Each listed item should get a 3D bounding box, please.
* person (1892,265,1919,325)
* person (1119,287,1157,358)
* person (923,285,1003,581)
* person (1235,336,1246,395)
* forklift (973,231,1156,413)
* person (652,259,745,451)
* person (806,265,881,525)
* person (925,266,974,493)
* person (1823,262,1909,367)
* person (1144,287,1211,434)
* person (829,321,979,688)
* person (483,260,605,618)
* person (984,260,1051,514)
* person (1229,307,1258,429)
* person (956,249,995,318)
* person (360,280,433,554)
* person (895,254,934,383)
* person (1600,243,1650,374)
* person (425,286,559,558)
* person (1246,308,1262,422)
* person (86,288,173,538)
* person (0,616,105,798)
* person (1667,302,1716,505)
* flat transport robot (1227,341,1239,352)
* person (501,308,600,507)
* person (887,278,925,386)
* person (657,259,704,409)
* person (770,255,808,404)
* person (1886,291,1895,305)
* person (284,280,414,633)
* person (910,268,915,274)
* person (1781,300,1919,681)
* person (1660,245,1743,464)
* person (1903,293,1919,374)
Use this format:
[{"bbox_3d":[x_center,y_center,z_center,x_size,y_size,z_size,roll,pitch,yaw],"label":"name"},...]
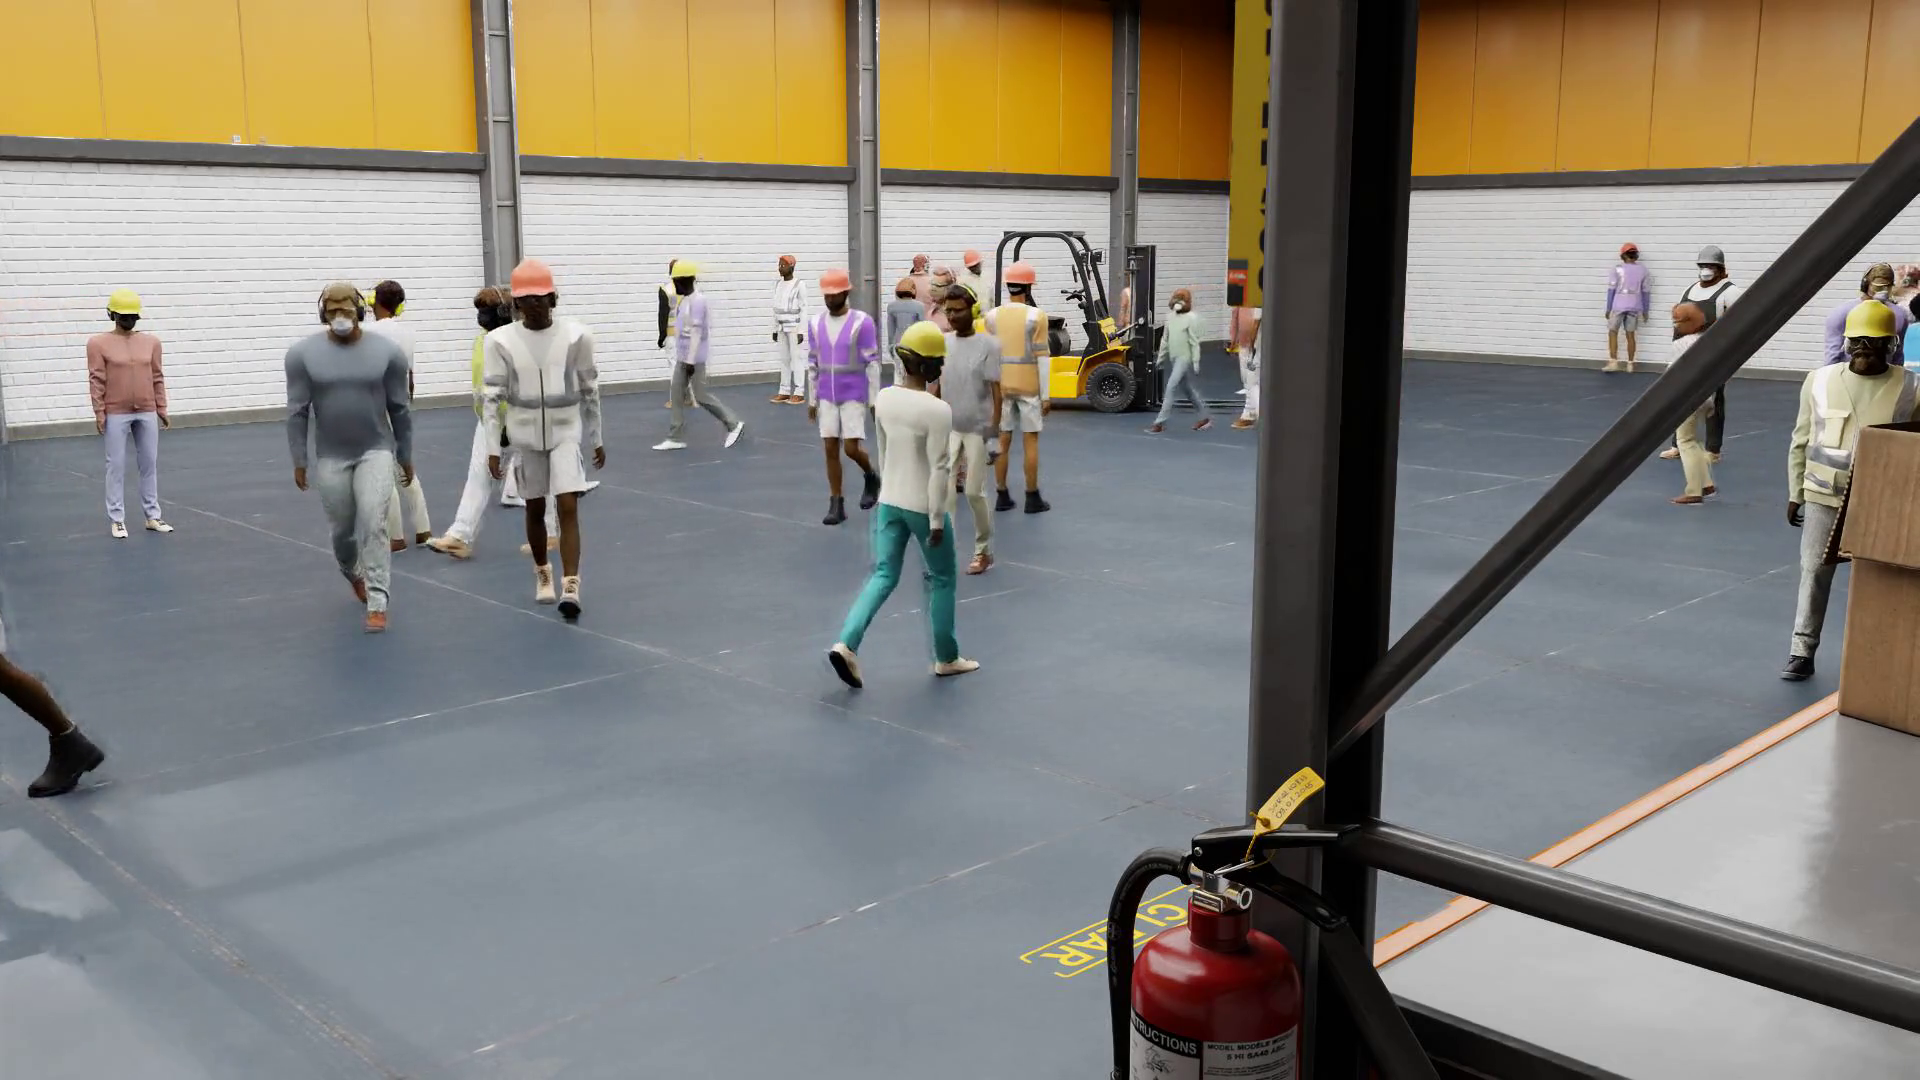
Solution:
[{"bbox_3d":[8.747,-1.625,15.529,1.017,1.853,0.654,7,12,33],"label":"person"},{"bbox_3d":[2.616,-3.102,24.179,0.547,1.615,0.590,-3,11,-16],"label":"person"},{"bbox_3d":[-0.005,-0.645,10.273,0.574,1.819,0.793,5,12,26],"label":"person"},{"bbox_3d":[3.908,-2.766,22.319,0.515,1.641,0.314,-10,14,-43],"label":"person"},{"bbox_3d":[1.222,-2.721,20.561,2.313,2.155,1.214,2,11,13],"label":"forklift"},{"bbox_3d":[-2.626,-1.839,16.549,0.855,1.902,0.586,-6,12,-30],"label":"person"},{"bbox_3d":[-0.854,-1.076,12.355,0.556,1.916,0.610,4,11,23],"label":"person"},{"bbox_3d":[-0.131,-1.296,13.631,0.445,1.884,0.675,-4,11,-22],"label":"person"},{"bbox_3d":[6.684,-1.077,12.310,0.627,1.935,0.371,-1,10,-6],"label":"person"},{"bbox_3d":[2.400,-1.948,18.011,0.890,1.577,0.535,-5,12,-26],"label":"person"},{"bbox_3d":[-0.268,-0.161,7.840,0.522,1.739,0.803,10,14,43],"label":"person"},{"bbox_3d":[-2.325,-0.554,9.303,0.640,1.985,1.027,-2,11,-12],"label":"person"},{"bbox_3d":[0.456,-1.172,12.818,0.548,1.937,0.367,5,12,25],"label":"person"},{"bbox_3d":[3.335,-2.245,18.590,0.855,1.965,0.627,-9,14,-41],"label":"person"},{"bbox_3d":[0.250,-2.949,22.495,0.734,1.943,0.502,-7,12,-32],"label":"person"},{"bbox_3d":[-3.809,-0.816,11.188,0.374,1.835,0.627,3,11,17],"label":"person"},{"bbox_3d":[-0.473,-2.595,20.666,0.652,1.904,0.403,4,11,20],"label":"person"},{"bbox_3d":[10.265,-3.562,25.643,0.769,2.014,0.599,-1,10,-3],"label":"person"},{"bbox_3d":[-3.066,-0.753,10.923,0.653,1.792,0.963,8,13,36],"label":"person"},{"bbox_3d":[3.241,-1.941,17.314,0.574,1.832,0.825,0,10,-2],"label":"person"},{"bbox_3d":[-5.890,-0.900,11.826,0.321,1.761,0.522,9,14,39],"label":"person"},{"bbox_3d":[-3.698,0.089,6.052,0.543,1.903,0.963,6,12,31],"label":"person"},{"bbox_3d":[5.765,-1.076,13.174,0.517,1.607,0.378,-8,13,-39],"label":"person"},{"bbox_3d":[5.563,-3.517,30.150,1.431,0.197,0.652,2,10,9],"label":"flat transport robot"},{"bbox_3d":[-3.280,-1.066,13.156,0.879,1.588,0.539,-7,13,-34],"label":"person"},{"bbox_3d":[-0.624,-2.302,19.809,0.497,1.633,0.289,3,11,18],"label":"person"},{"bbox_3d":[-3.446,-2.531,20.530,0.648,1.841,0.465,-8,13,-38],"label":"person"},{"bbox_3d":[-2.173,-2.664,21.100,0.573,1.883,0.355,10,14,42],"label":"person"},{"bbox_3d":[8.107,-1.399,14.664,0.492,1.723,0.746,-6,12,-32],"label":"person"},{"bbox_3d":[-3.340,-0.479,9.150,0.656,1.906,0.798,-3,11,-17],"label":"person"},{"bbox_3d":[-0.638,-3.224,24.685,0.529,1.691,0.318,4,11,19],"label":"person"},{"bbox_3d":[4.226,-0.212,7.870,0.586,1.833,0.404,7,12,33],"label":"person"},{"bbox_3d":[6.963,-1.744,15.652,0.539,2.000,0.689,-5,12,-27],"label":"person"},{"bbox_3d":[8.000,-1.241,13.945,0.573,1.652,0.830,7,13,34],"label":"person"}]
